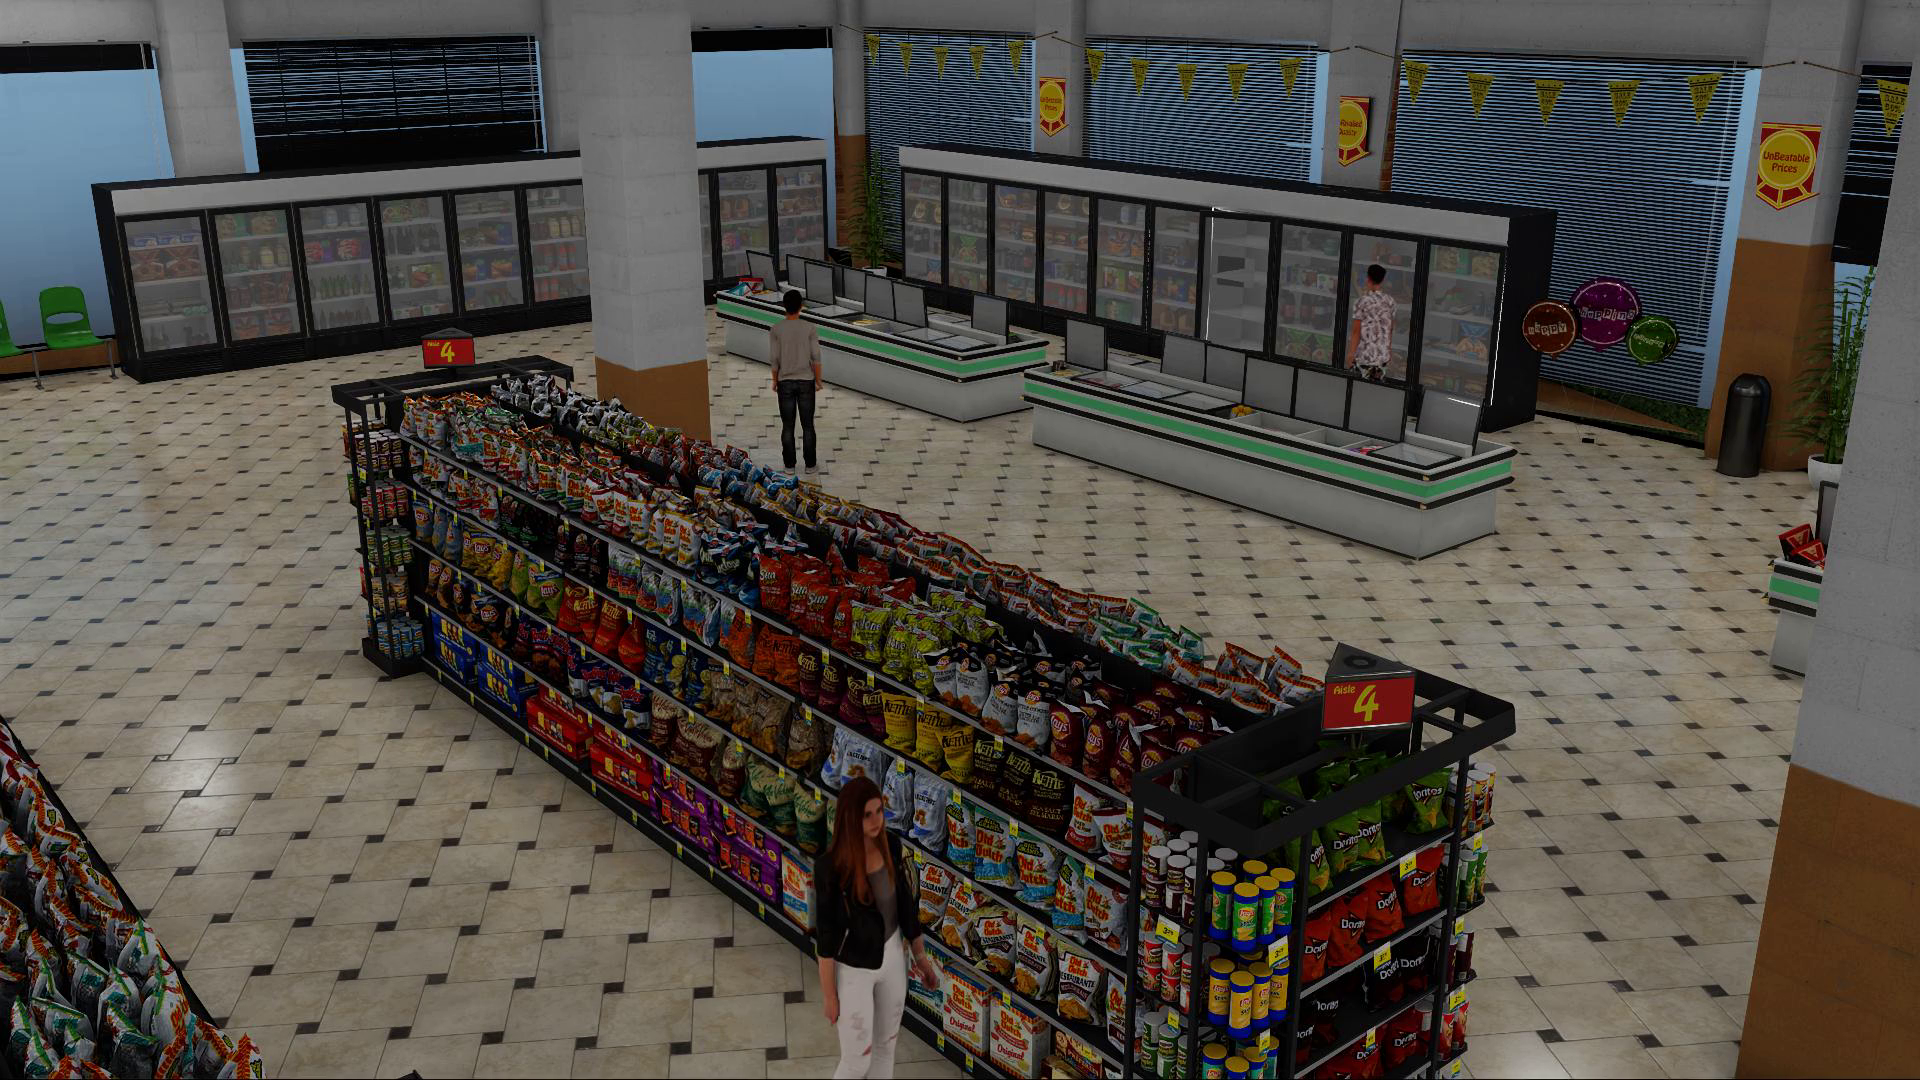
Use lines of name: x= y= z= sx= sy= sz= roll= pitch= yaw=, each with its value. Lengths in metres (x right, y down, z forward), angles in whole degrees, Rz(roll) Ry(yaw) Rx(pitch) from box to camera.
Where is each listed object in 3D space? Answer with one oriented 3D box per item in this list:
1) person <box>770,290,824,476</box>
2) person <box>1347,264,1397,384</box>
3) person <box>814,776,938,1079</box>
person: x=-1.595 y=-1.537 z=16.202 sx=0.728 sy=1.812 sz=0.756 roll=-1 pitch=19 yaw=-2
person: x=4.341 y=-1.997 z=17.562 sx=0.733 sy=1.814 sz=0.687 roll=-7 pitch=20 yaw=-19
person: x=-0.385 y=1.719 z=6.724 sx=0.617 sy=1.697 sz=0.599 roll=-18 pitch=25 yaw=-42
